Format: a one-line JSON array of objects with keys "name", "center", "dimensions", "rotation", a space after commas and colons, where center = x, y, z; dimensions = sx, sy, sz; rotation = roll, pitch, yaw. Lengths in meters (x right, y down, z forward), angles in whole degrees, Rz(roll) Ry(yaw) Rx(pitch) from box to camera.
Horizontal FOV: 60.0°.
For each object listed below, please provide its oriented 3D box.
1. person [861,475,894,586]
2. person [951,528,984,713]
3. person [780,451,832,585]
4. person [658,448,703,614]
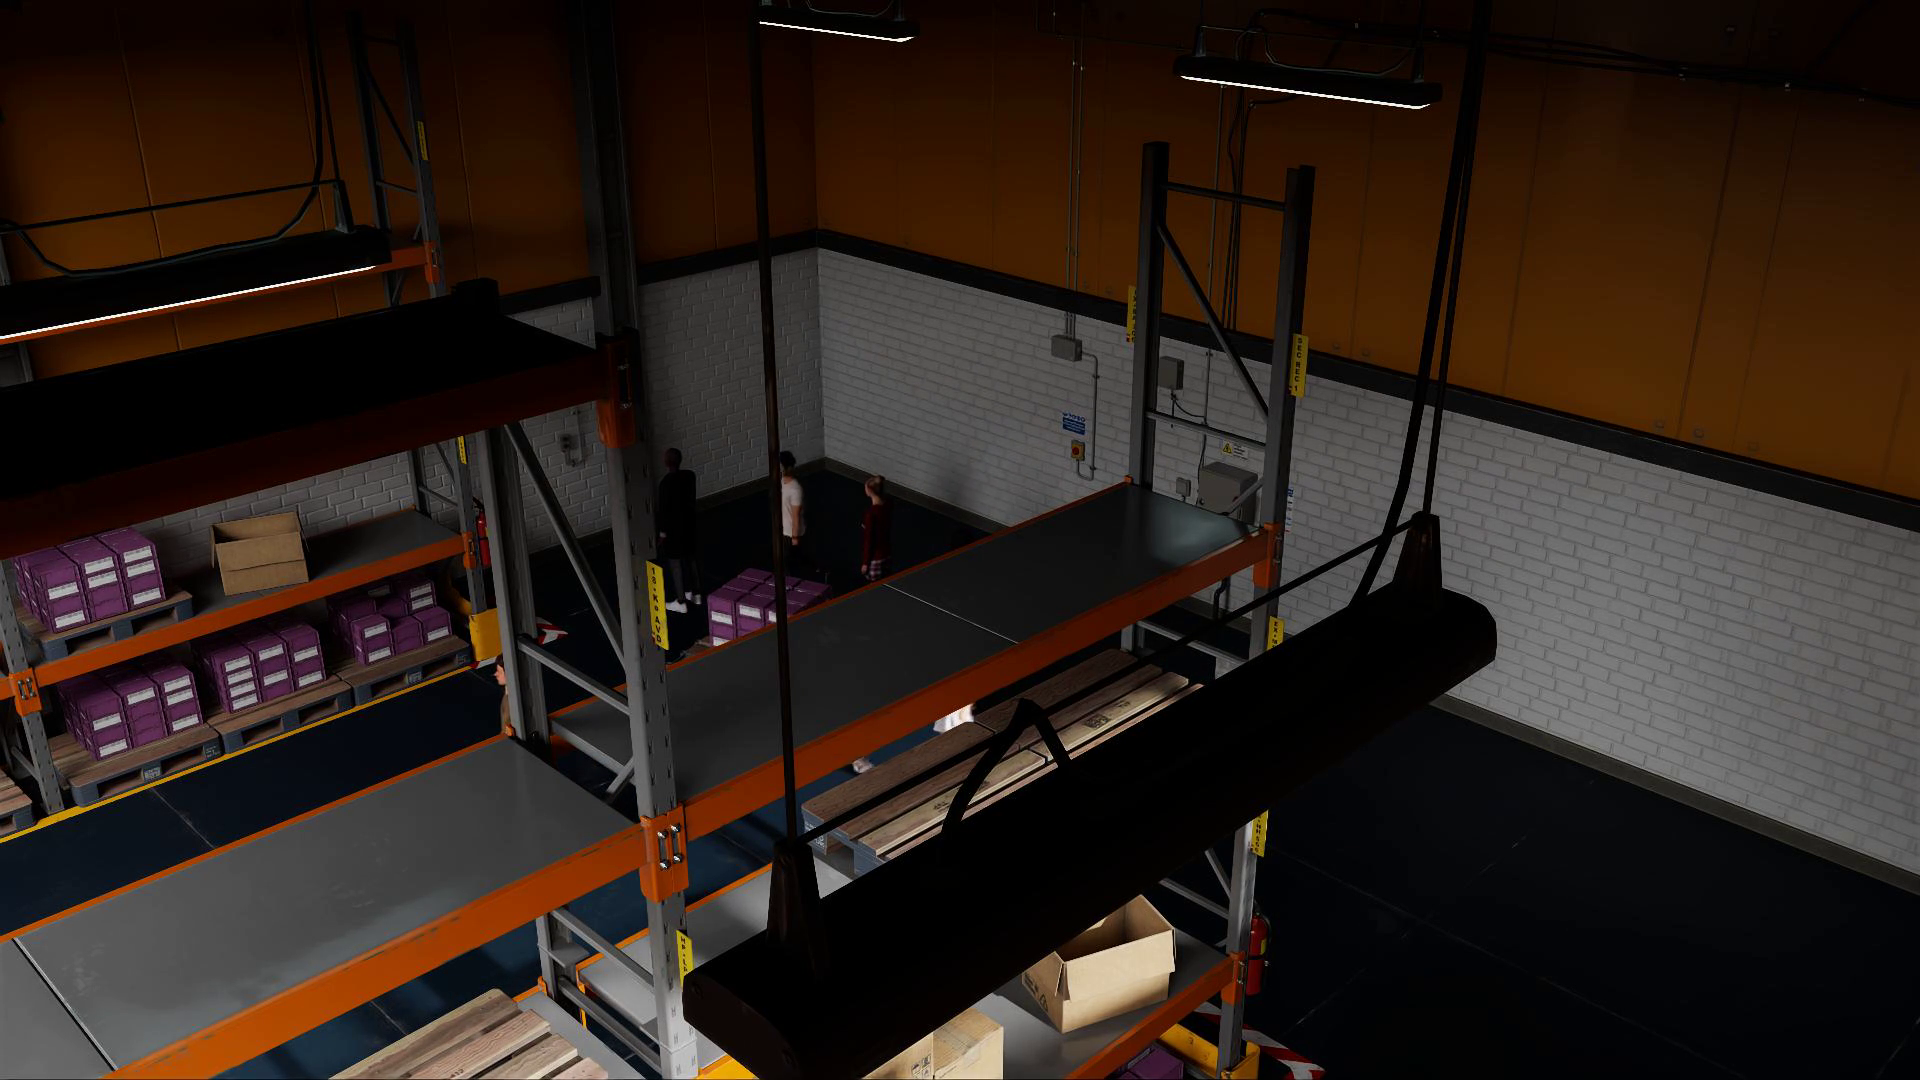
[{"name": "person", "center": [-0.816, 0.139, 16.502], "dimensions": [0.737, 1.703, 0.544], "rotation": [13, 27, 27]}, {"name": "person", "center": [0.018, 0.723, 15.055], "dimensions": [0.530, 1.792, 0.600], "rotation": [-20, 30, -38]}, {"name": "person", "center": [-1.674, -0.139, 17.145], "dimensions": [1.058, 1.698, 0.825], "rotation": [-12, 26, -25]}, {"name": "person", "center": [-2.865, -0.116, 17.013], "dimensions": [0.737, 1.761, 0.544], "rotation": [16, 28, 32]}]
